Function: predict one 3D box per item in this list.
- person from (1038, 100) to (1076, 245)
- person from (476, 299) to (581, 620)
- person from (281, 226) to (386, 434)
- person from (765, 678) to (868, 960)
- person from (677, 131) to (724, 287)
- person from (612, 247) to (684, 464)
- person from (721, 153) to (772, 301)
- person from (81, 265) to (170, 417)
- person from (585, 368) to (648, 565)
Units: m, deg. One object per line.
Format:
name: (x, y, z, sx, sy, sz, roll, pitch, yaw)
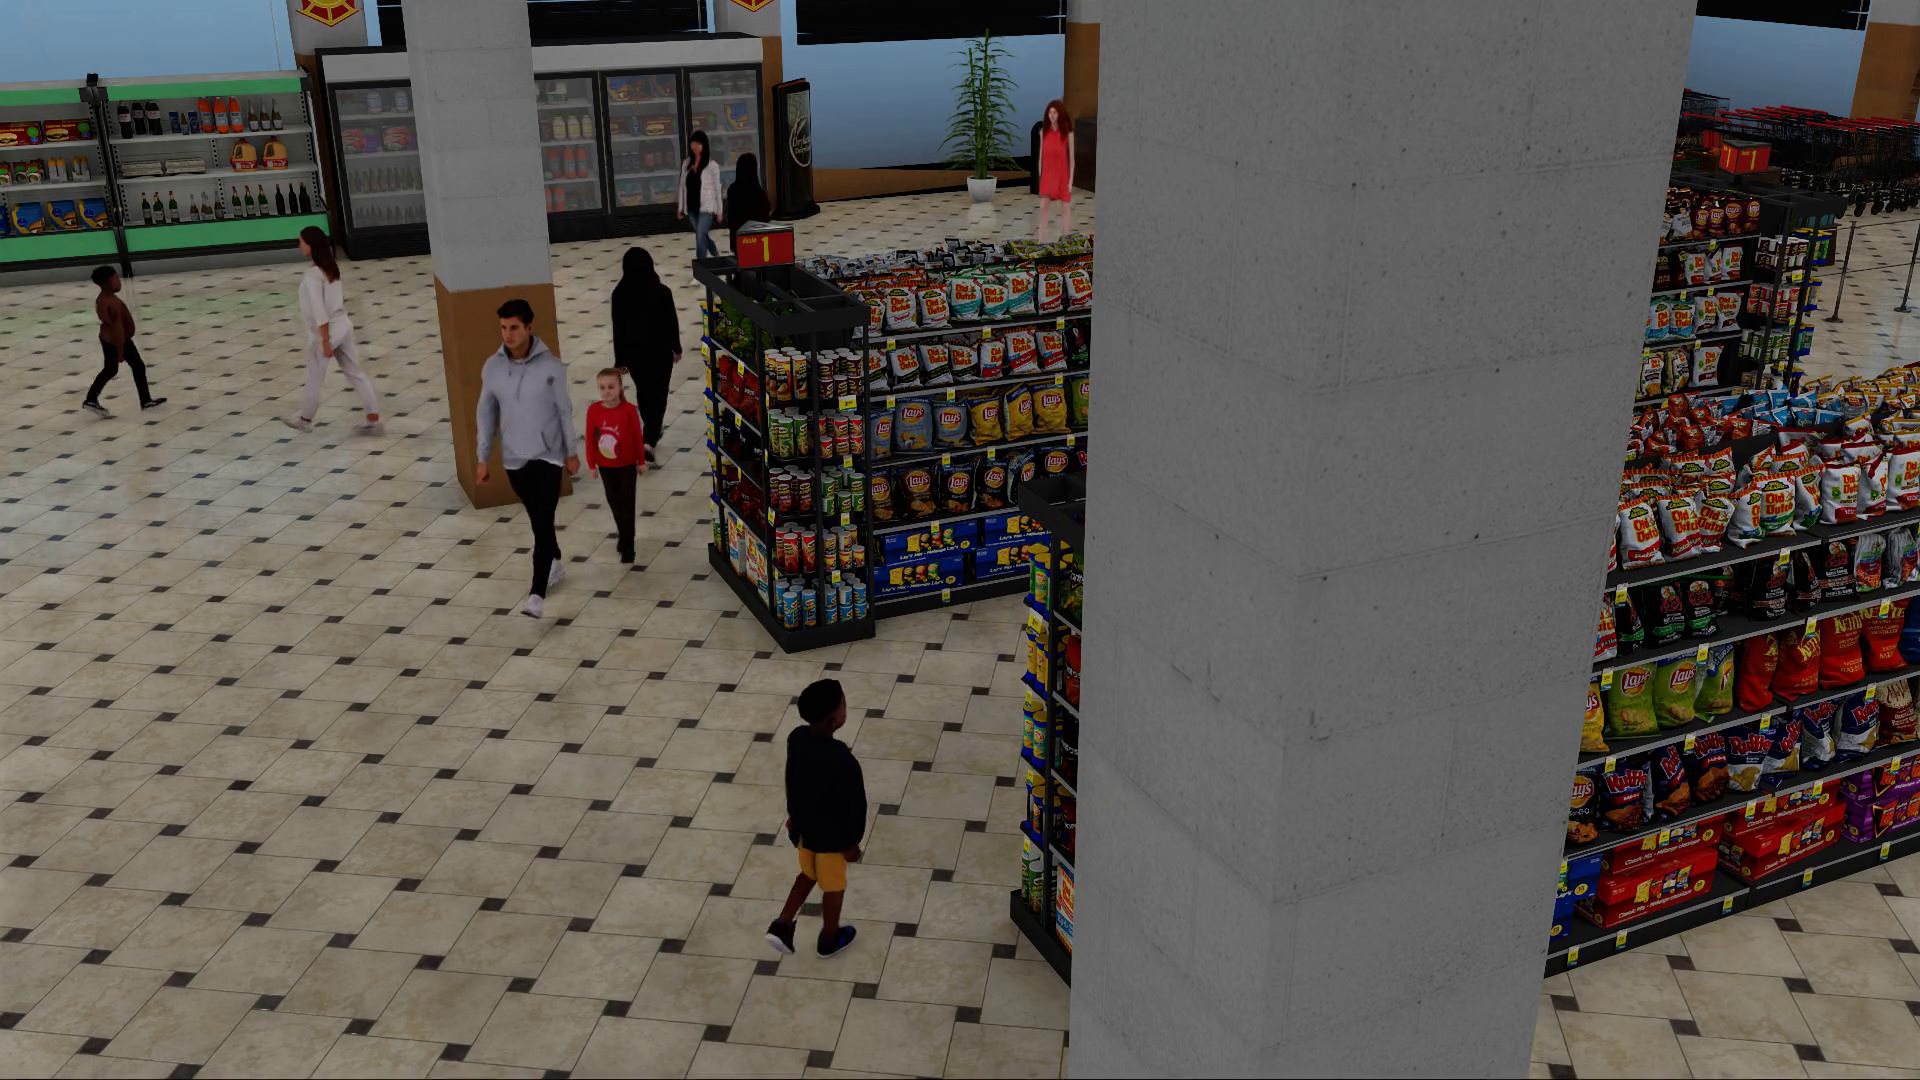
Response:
person: (1.145, -4.099, 19.019, 1.013, 1.794, 1.073, 7, 23, 17)
person: (-2.544, -0.517, 10.007, 1.268, 1.866, 1.177, 2, 22, 5)
person: (-4.854, -1.607, 13.006, 1.123, 1.652, 0.976, 3, 22, 9)
person: (-0.601, 1.155, 6.658, 0.676, 1.260, 0.769, 17, 27, 35)
person: (-2.775, -3.600, 18.028, 1.032, 1.606, 1.134, 10, 24, 23)
person: (-2.360, -1.354, 12.471, 1.105, 1.583, 1.043, 2, 22, 6)
person: (-2.053, -2.745, 15.756, 1.182, 1.714, 0.875, -18, 28, -38)
person: (-6.947, -1.605, 13.558, 0.739, 1.237, 0.947, 18, 28, 37)
person: (-2.219, -0.510, 10.802, 0.827, 1.260, 0.767, -1, 22, -2)
